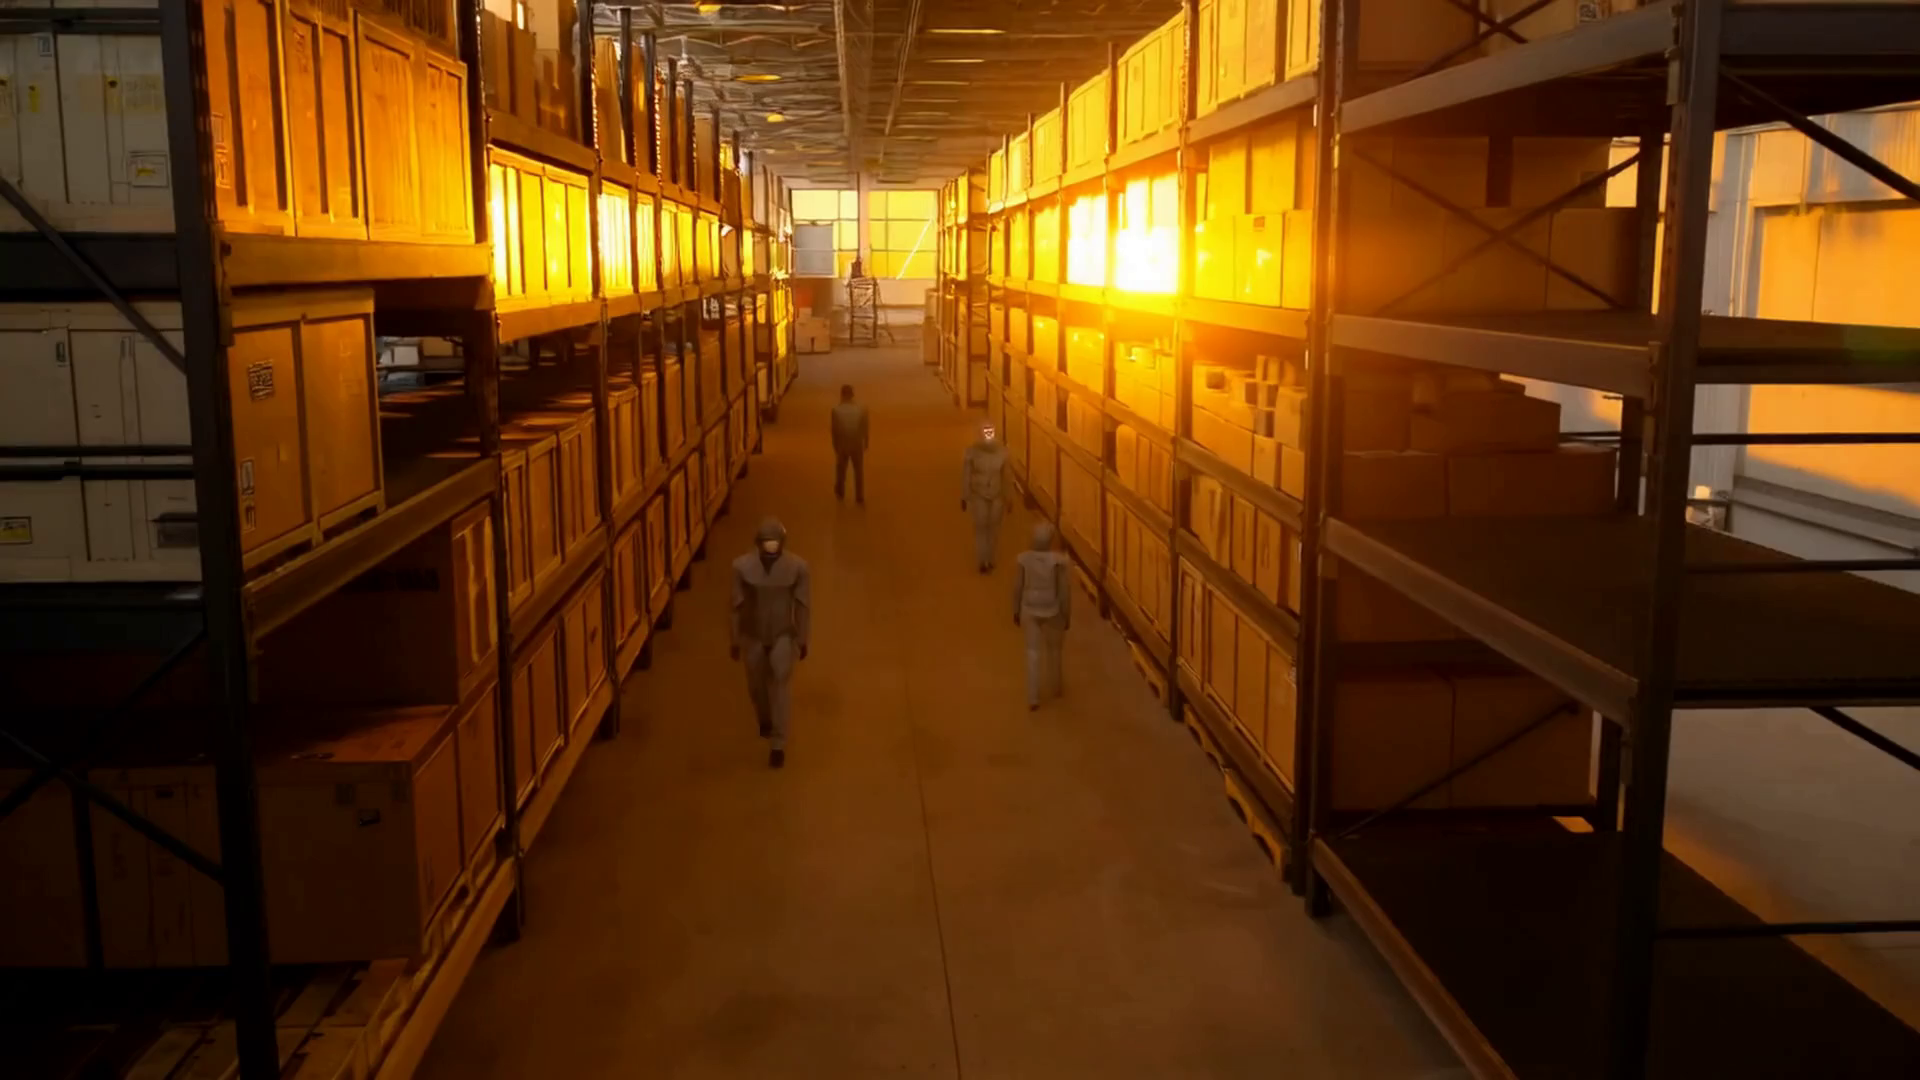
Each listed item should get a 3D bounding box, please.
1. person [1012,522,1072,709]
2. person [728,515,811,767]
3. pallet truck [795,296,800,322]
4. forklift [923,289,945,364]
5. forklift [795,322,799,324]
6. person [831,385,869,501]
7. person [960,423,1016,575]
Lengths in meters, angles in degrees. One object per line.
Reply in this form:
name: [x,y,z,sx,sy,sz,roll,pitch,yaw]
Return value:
person: [0.717,0.633,14.458,0.540,1.602,0.707,2,10,12]
person: [-1.464,0.744,12.889,0.639,1.923,0.740,0,10,-2]
pallet truck: [-8.622,-12.439,91.403,1.885,1.965,0.823,2,10,13]
forklift: [-0.809,-8.121,62.977,1.129,2.768,1.873,-1,10,-3]
forklift: [-8.144,-10.046,74.477,1.873,2.768,1.129,-5,11,-28]
person: [-1.781,-1.576,26.957,0.647,1.853,1.013,-3,10,-15]
person: [0.367,-0.511,20.552,0.676,1.852,0.976,-1,10,-8]
